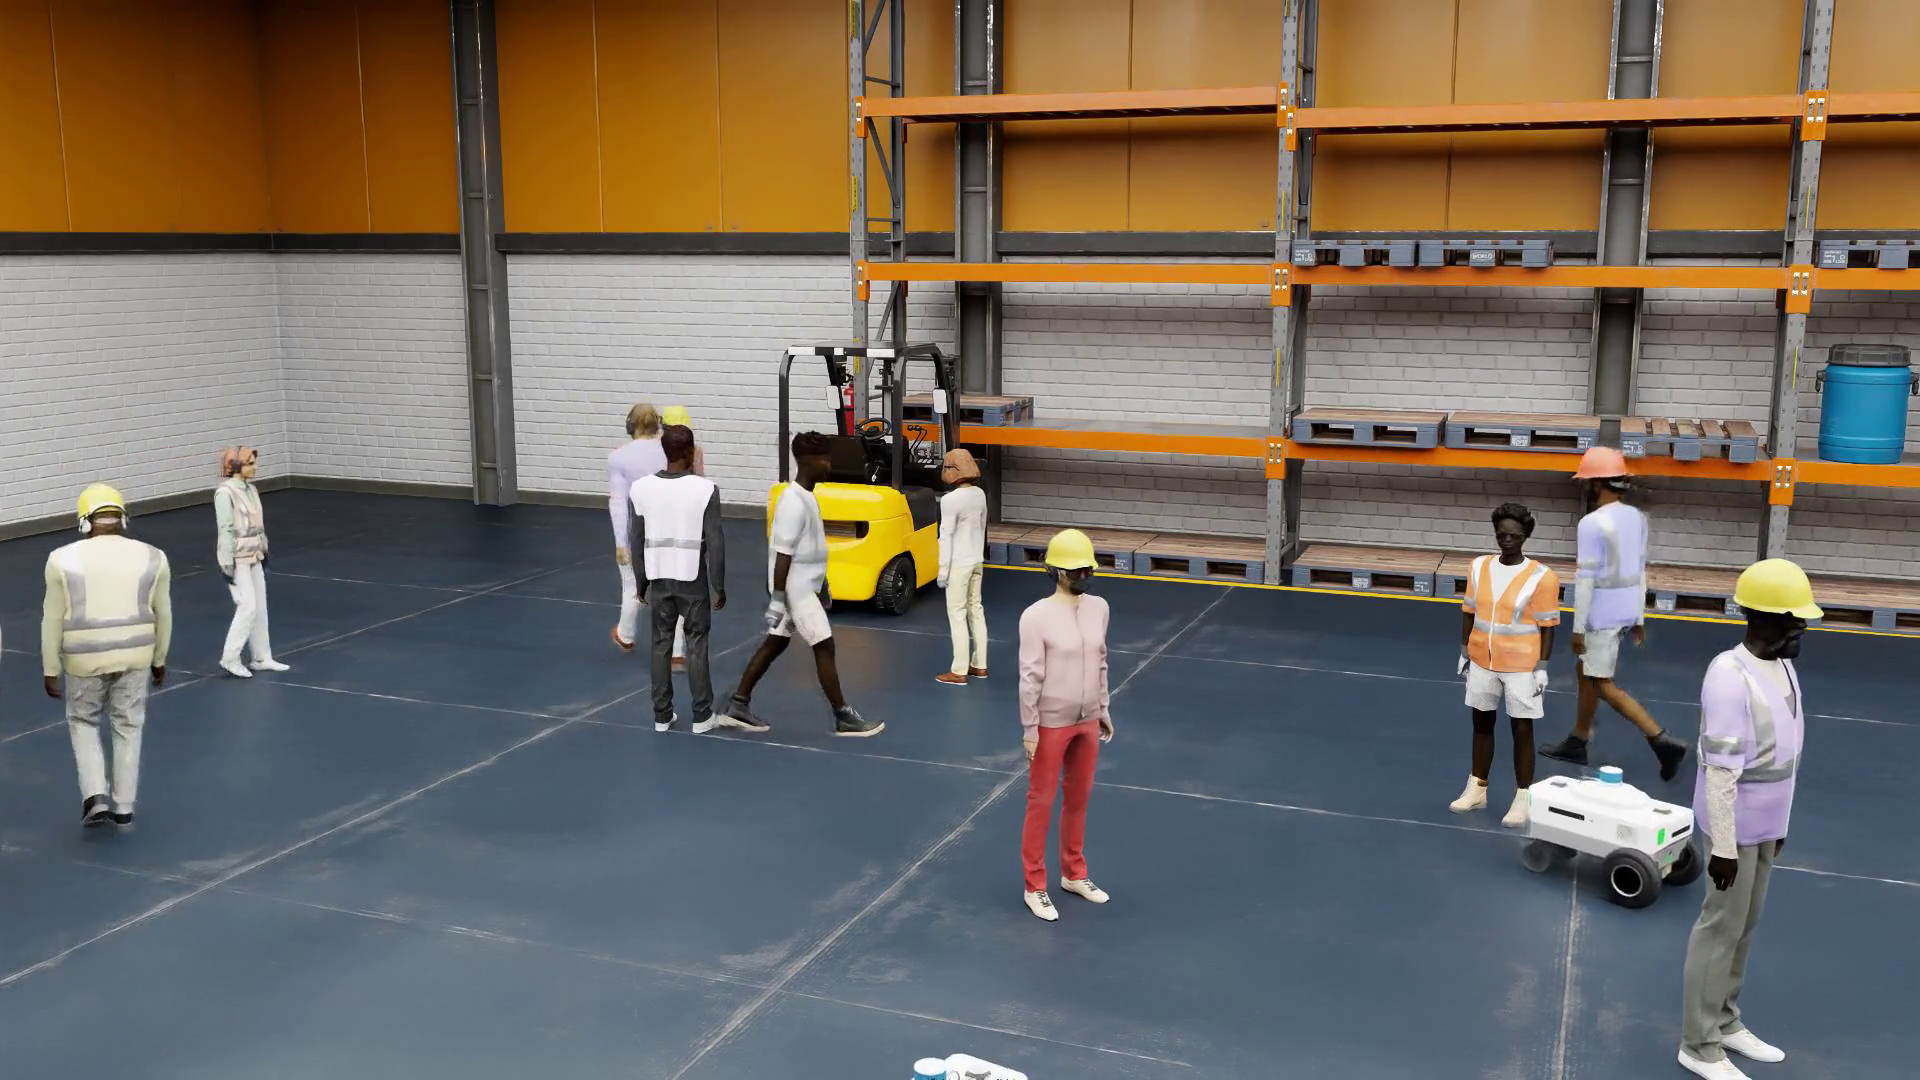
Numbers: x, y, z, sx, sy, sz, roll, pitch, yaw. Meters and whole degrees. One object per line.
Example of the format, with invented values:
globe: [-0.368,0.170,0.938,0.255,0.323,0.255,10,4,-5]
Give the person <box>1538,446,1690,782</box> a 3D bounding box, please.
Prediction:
person: [3.722,0.428,9.364,0.551,1.902,0.870,-8,13,-39]

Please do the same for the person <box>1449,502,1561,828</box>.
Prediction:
person: [2.841,0.643,8.688,0.315,1.698,0.541,-9,14,-41]

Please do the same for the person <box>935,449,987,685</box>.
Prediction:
person: [0.015,0.182,11.469,0.280,1.624,0.493,6,12,31]

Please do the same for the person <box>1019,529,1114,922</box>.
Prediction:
person: [0.491,0.821,7.512,0.534,1.767,0.313,-8,13,-39]

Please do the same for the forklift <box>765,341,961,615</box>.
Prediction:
forklift: [-0.739,-0.602,14.246,1.214,2.155,2.313,4,11,21]

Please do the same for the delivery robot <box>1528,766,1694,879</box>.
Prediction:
delivery robot: [3.065,1.316,7.869,0.477,0.478,0.707,-9,13,-40]

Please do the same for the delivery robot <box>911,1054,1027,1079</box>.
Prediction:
delivery robot: [-0.089,1.820,5.058,0.477,0.478,0.707,7,12,34]

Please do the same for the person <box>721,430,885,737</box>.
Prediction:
person: [-1.022,0.273,10.202,1.012,1.911,0.603,-1,10,-3]

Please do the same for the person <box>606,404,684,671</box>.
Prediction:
person: [-2.241,-0.035,11.966,0.639,1.874,1.033,-7,12,-33]

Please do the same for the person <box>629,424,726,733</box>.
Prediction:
person: [-1.742,0.247,10.293,0.596,1.915,0.370,2,10,12]

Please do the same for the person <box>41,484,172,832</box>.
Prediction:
person: [-4.393,0.614,8.591,0.623,1.795,0.468,-8,13,-36]

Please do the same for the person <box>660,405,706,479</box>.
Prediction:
person: [-2.314,-0.226,13.396,0.544,1.743,0.500,-7,13,-36]

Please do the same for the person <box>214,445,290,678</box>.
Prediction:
person: [-4.976,0.153,11.609,0.382,1.629,0.558,0,10,1]

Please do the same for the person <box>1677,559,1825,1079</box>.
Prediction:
person: [2.853,1.010,6.005,0.369,1.925,0.594,9,14,41]
